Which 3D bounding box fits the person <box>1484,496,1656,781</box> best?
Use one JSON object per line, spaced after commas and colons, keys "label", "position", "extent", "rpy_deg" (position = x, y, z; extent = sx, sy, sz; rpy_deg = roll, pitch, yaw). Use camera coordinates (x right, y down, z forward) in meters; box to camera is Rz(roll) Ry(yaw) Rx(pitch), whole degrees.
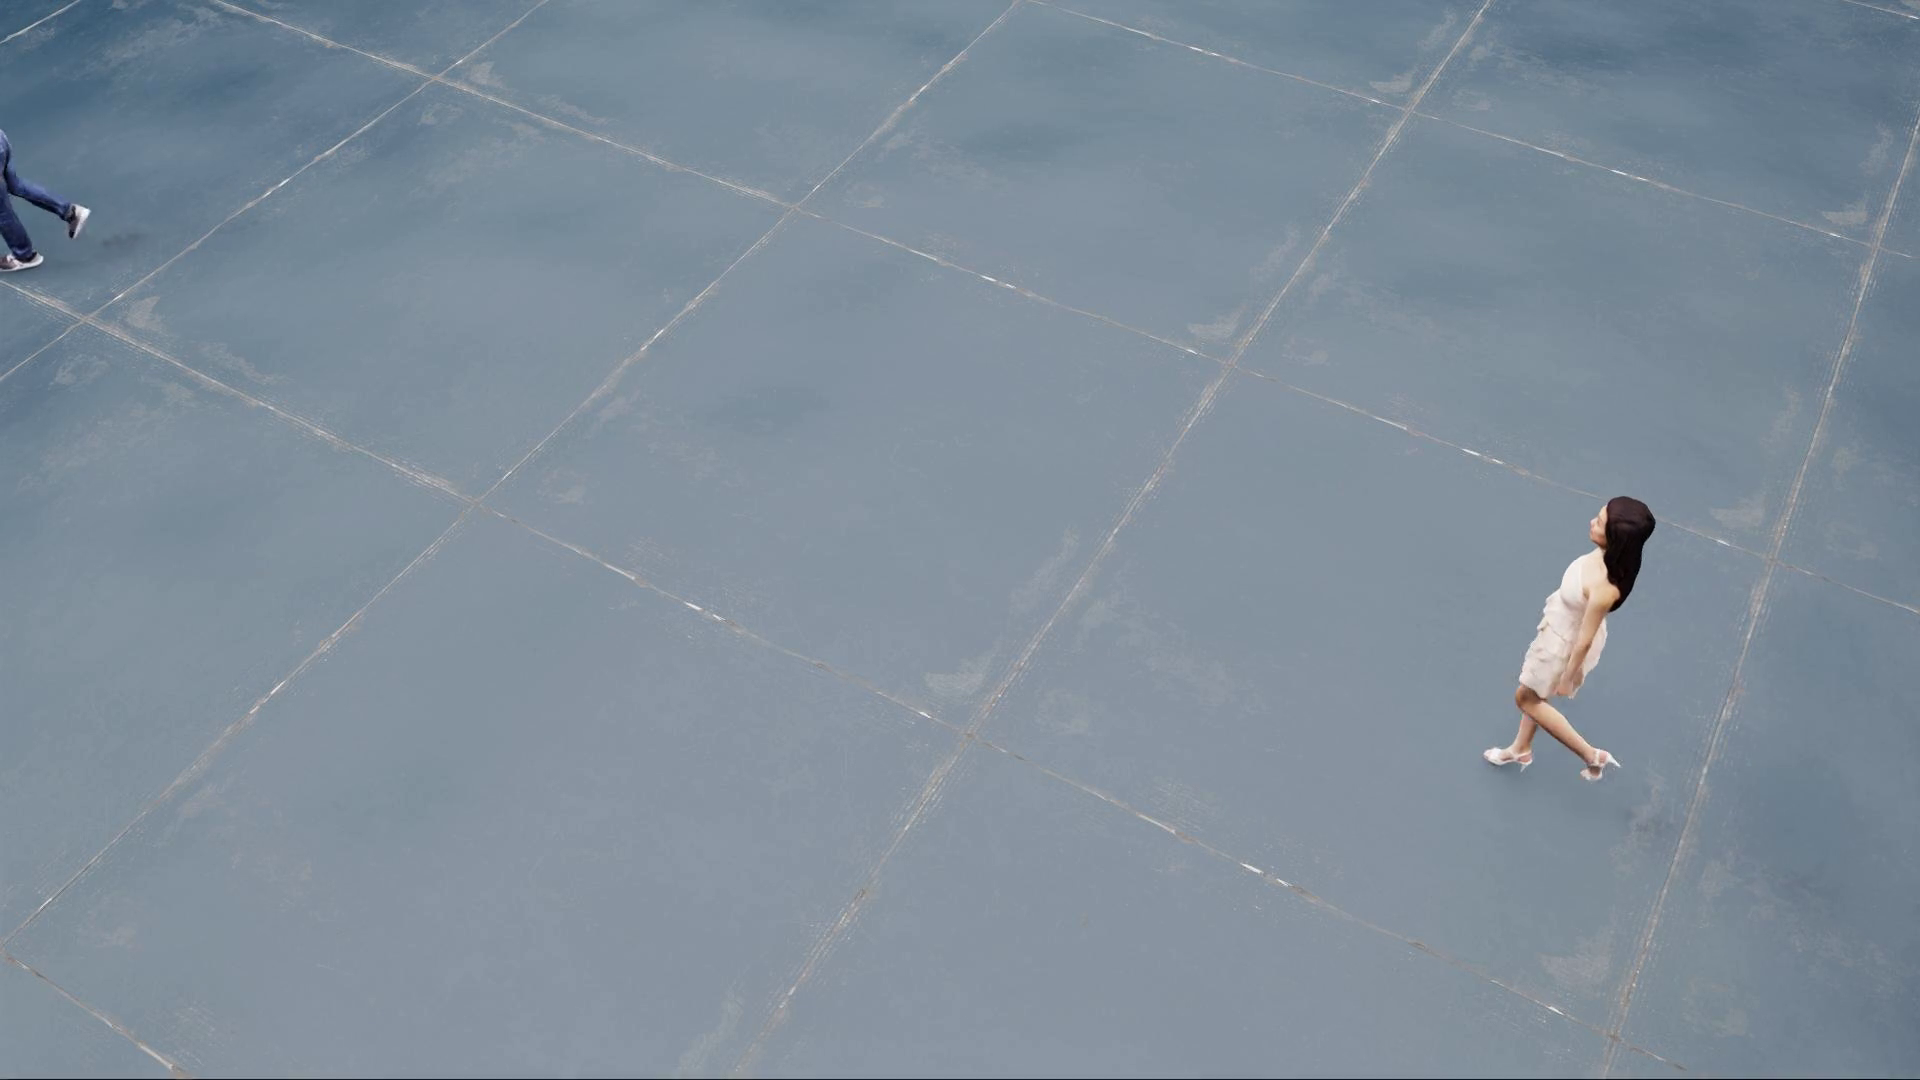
{"label": "person", "position": [2.620, 0.480, 6.950], "extent": [0.760, 1.723, 0.576], "rpy_deg": [21, 51, 19]}
